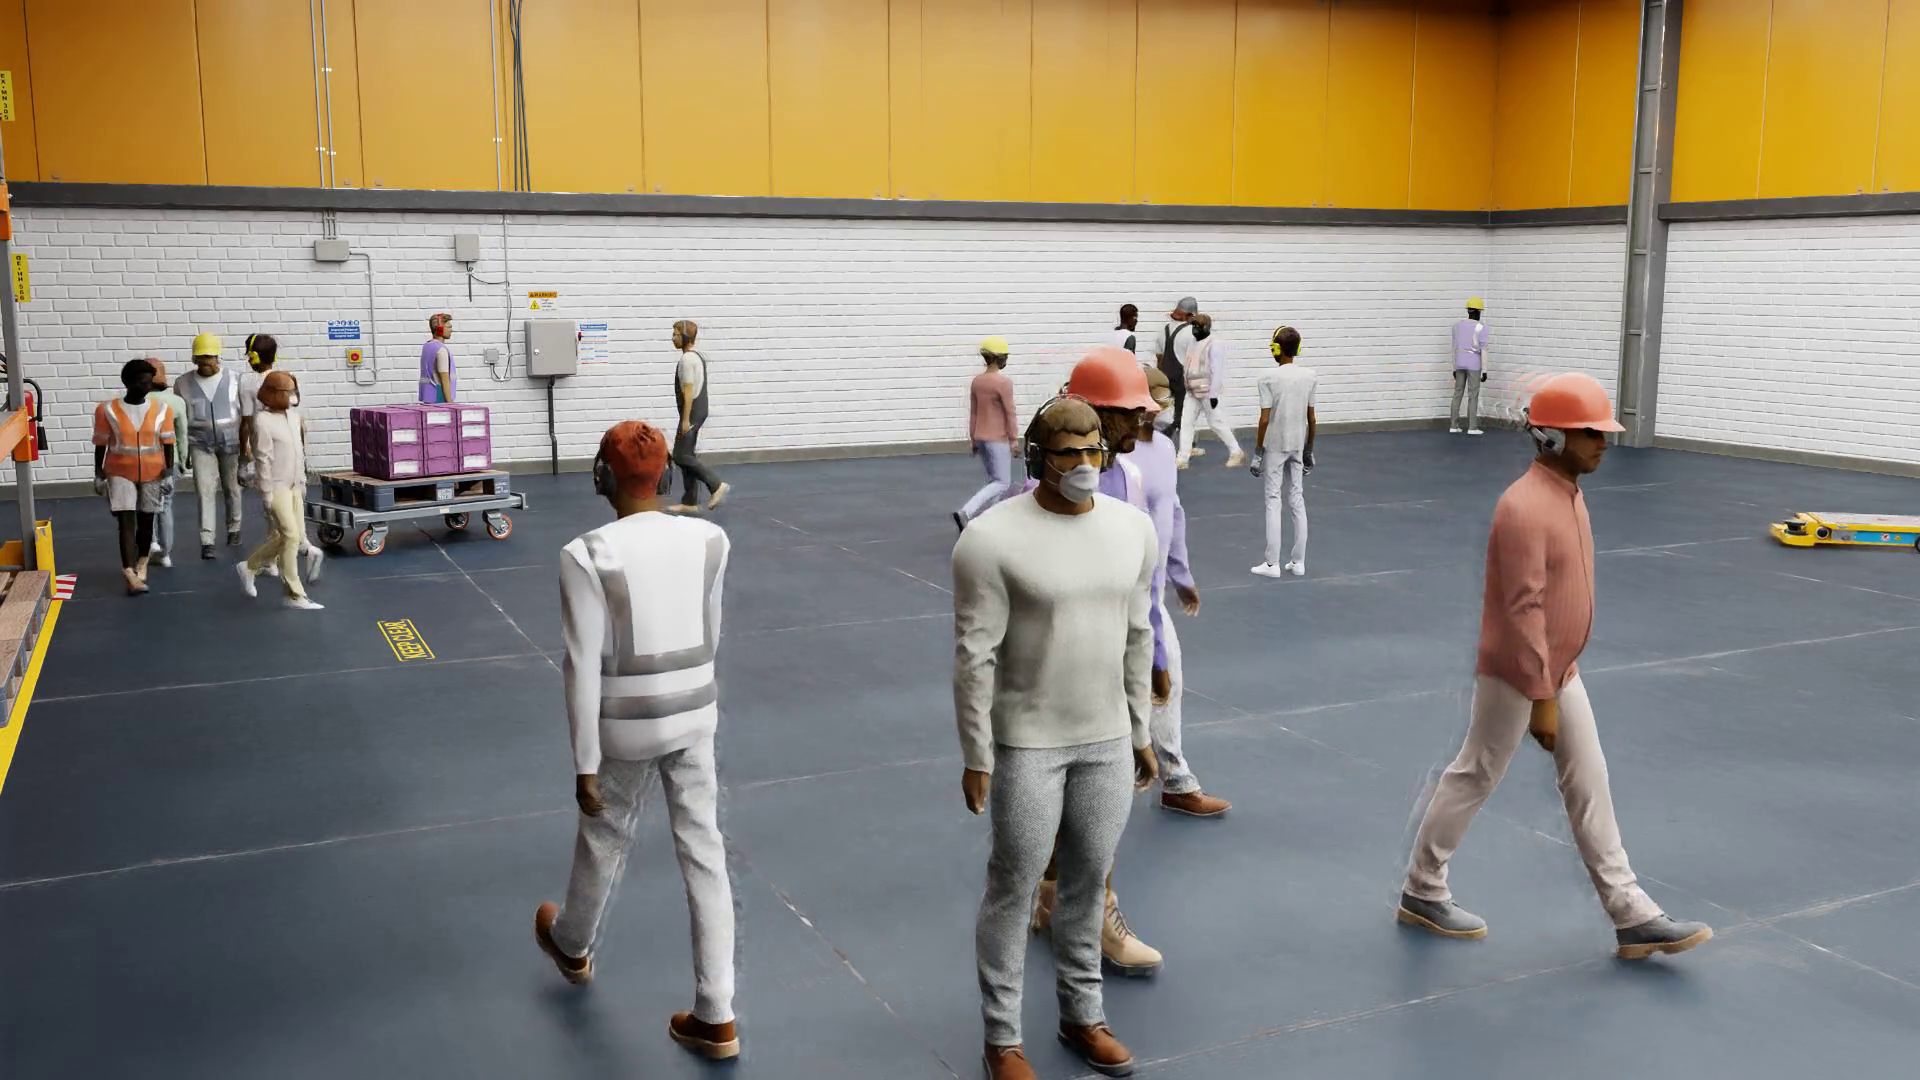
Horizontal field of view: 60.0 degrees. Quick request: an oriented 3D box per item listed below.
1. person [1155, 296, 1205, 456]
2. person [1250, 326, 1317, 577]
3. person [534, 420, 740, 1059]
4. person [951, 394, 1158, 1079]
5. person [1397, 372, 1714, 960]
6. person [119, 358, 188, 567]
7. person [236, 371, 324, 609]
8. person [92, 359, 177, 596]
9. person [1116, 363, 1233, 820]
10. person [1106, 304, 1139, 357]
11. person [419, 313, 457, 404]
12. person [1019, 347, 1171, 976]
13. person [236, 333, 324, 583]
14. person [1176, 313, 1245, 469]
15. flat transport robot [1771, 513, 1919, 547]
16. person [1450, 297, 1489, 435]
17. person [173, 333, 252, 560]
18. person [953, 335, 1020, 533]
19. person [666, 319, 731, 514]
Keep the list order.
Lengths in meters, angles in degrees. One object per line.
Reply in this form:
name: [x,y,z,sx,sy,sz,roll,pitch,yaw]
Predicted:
person: [2.640,-1.988,20.121,0.999,2.000,0.674,-6,11,-31]
person: [2.402,-0.654,12.379,0.532,1.867,0.316,-4,10,-21]
person: [-0.963,0.554,4.988,0.567,1.822,1.040,-7,11,-36]
person: [0.274,0.562,4.616,0.635,1.937,0.352,-5,10,-27]
person: [1.939,0.429,5.452,1.031,1.936,0.656,7,12,37]
person: [-6.138,-0.577,12.669,0.521,1.613,0.414,-8,12,-41]
person: [-4.613,-0.332,11.184,0.613,1.618,0.503,1,9,6]
person: [-5.879,-0.465,11.867,0.548,1.650,0.837,-6,11,-35]
person: [0.683,0.190,7.058,0.985,1.900,0.631,5,10,26]
person: [1.967,-1.834,19.653,0.732,1.889,0.615,-5,10,-28]
person: [-5.333,-1.393,17.038,0.374,1.841,0.574,-6,11,-33]
person: [0.511,0.394,5.390,0.717,2.020,0.646,6,11,34]
person: [-4.980,-0.588,12.140,0.845,1.833,0.510,5,10,26]
person: [2.863,-1.706,19.117,0.924,1.809,0.637,-4,10,-26]
flat transport robot: [7.540,-0.074,13.718,1.431,0.197,0.652,3,10,16]
person: [7.134,-2.430,23.260,0.405,1.918,0.582,-7,12,-39]
person: [-6.005,-0.778,13.424,0.587,1.789,0.912,-4,10,-22]
person: [0.216,-0.834,13.862,0.636,1.746,0.532,-6,11,-32]
person: [-2.468,-1.137,15.485,0.518,1.832,0.546,0,9,-1]
